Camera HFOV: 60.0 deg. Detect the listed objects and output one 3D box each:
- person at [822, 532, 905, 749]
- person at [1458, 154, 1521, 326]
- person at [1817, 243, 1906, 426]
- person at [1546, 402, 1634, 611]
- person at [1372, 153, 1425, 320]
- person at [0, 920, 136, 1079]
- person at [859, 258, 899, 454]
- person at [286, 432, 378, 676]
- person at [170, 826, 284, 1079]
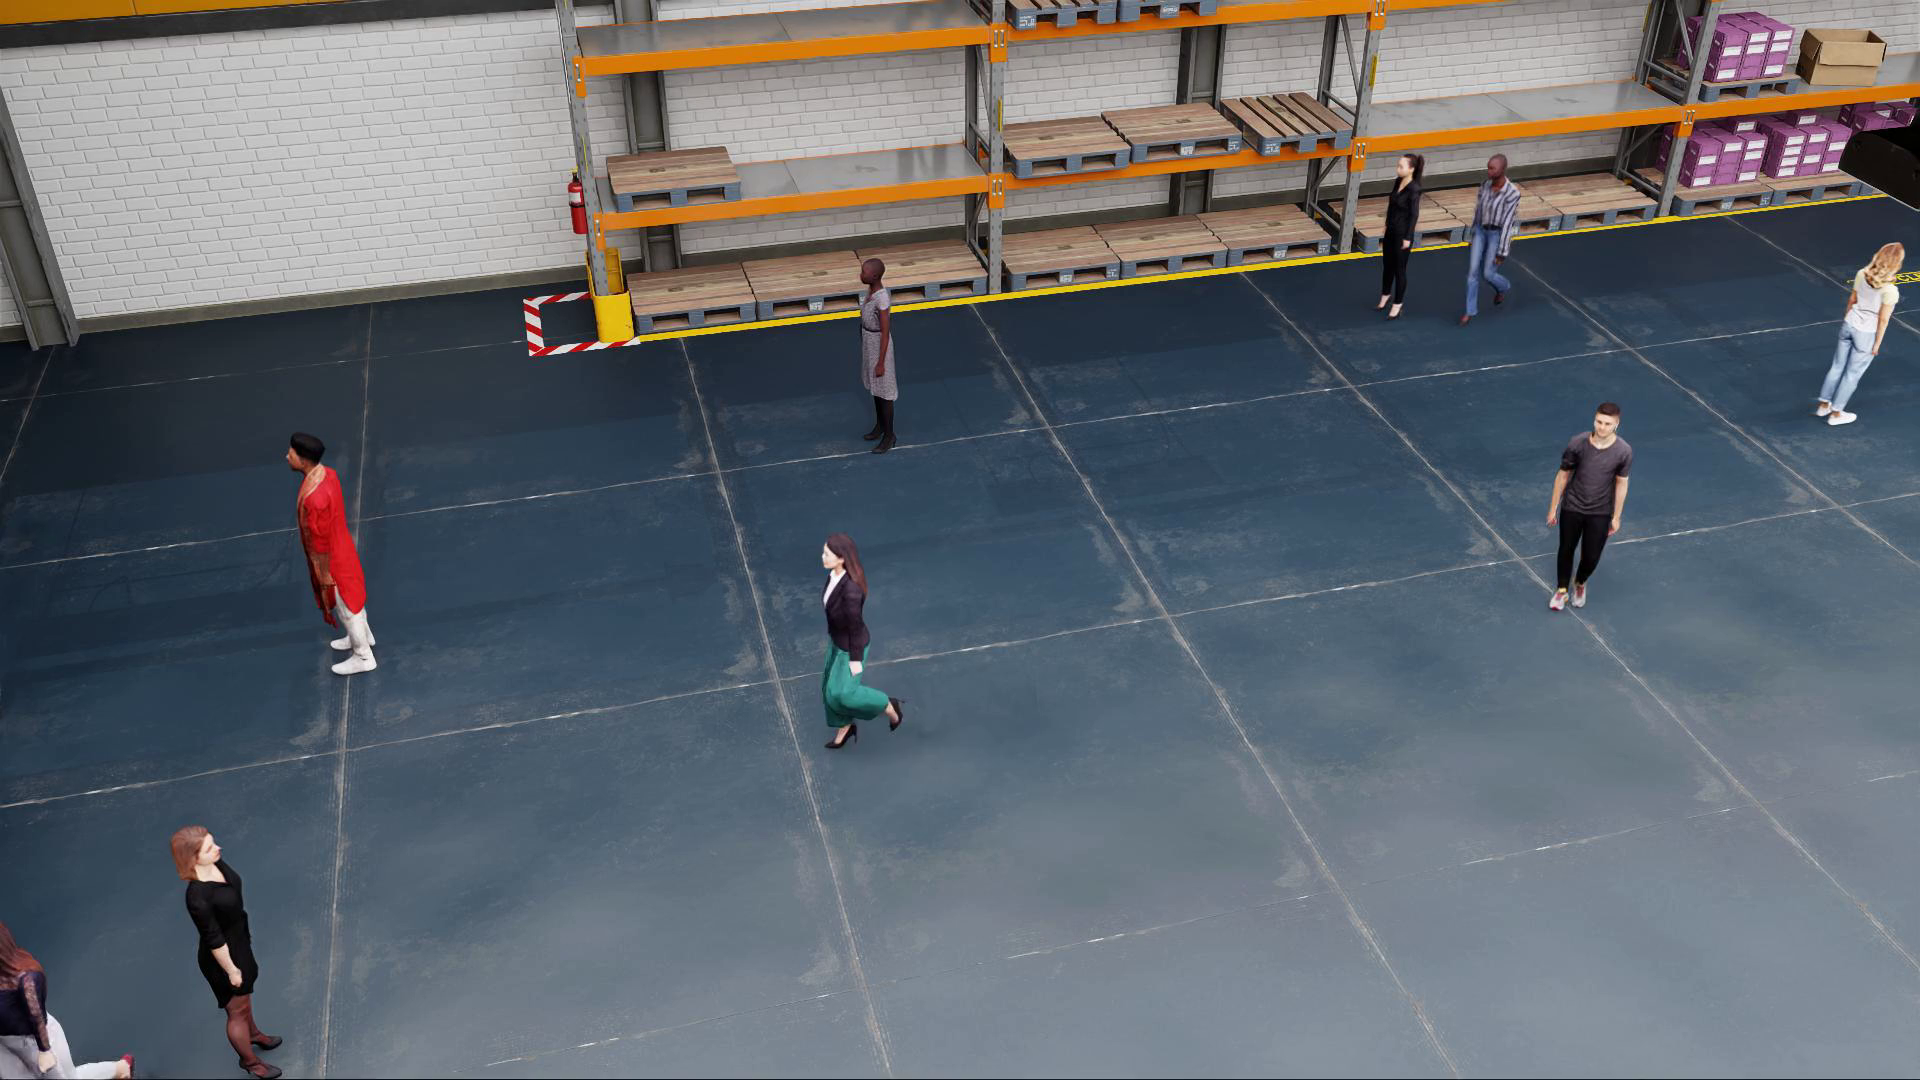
[{"bbox_3d":[-0.656,0.689,10.931,0.857,1.725,0.691,-14,36,-20],"label":"person"},{"bbox_3d":[5.265,-2.948,16.362,0.978,1.769,0.849,-23,40,-31],"label":"person"},{"bbox_3d":[7.968,-1.830,14.722,0.571,1.722,0.634,-12,35,-17],"label":"person"},{"bbox_3d":[4.673,-0.271,12.347,0.770,1.755,0.840,15,36,21],"label":"person"},{"bbox_3d":[4.359,-3.022,16.526,0.487,1.711,0.587,-10,35,-15],"label":"person"},{"bbox_3d":[-4.620,2.476,8.363,0.976,1.590,1.025,17,37,24],"label":"person"},{"bbox_3d":[-0.708,-1.592,14.305,0.520,1.788,0.630,-10,35,-15],"label":"person"},{"bbox_3d":[-4.390,0.075,11.711,0.598,1.883,0.678,-6,34,-10],"label":"person"},{"bbox_3d":[-3.857,2.160,8.734,0.488,1.706,0.584,-8,34,-11],"label":"person"}]
